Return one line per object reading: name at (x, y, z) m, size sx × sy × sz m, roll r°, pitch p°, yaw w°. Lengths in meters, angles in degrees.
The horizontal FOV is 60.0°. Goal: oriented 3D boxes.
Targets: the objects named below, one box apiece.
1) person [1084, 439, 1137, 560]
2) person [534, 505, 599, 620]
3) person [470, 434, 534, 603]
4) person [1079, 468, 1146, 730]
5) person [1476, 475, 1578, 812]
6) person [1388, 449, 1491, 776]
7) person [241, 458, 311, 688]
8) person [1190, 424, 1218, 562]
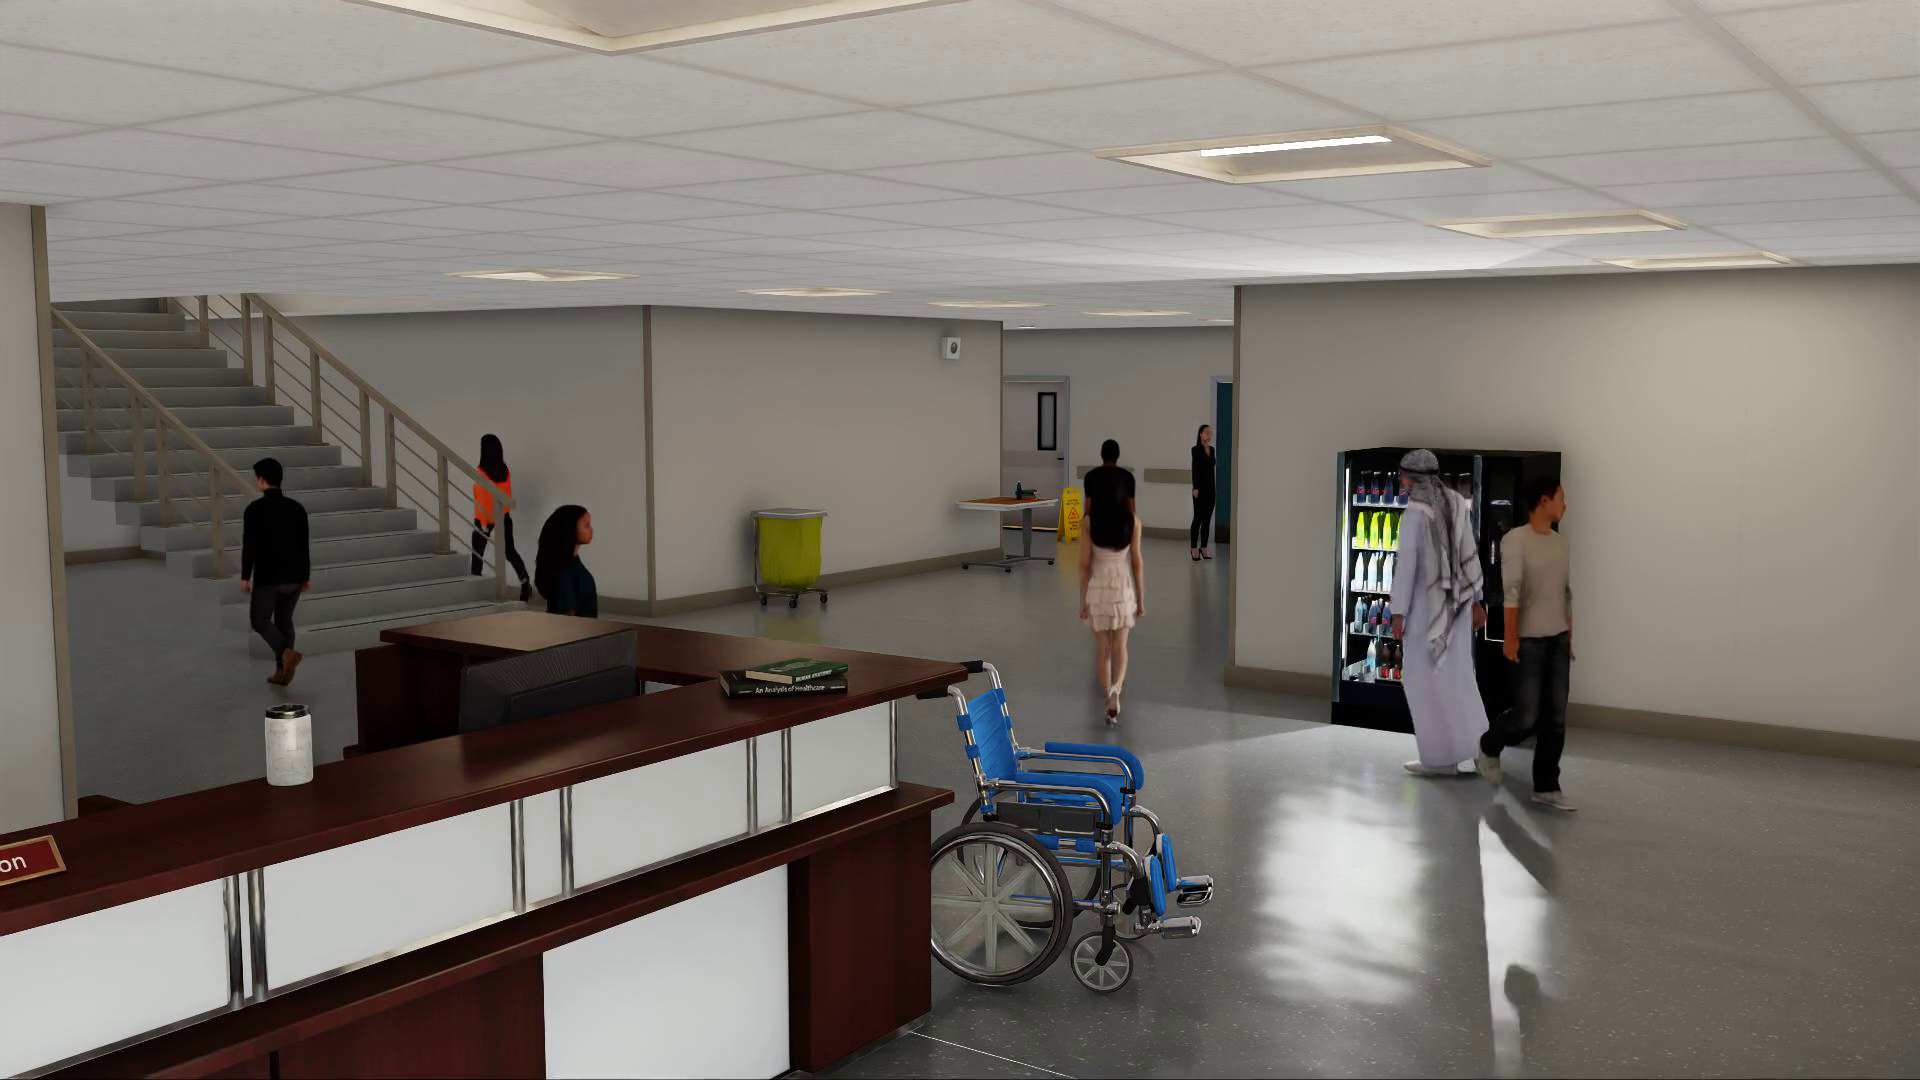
person at (1.352, -0.003, 14.985) m, size 1.212 × 1.702 × 1.115 m, roll 0°, pitch 6°, yaw 2°
person at (-2.292, 0.624, 9.377) m, size 1.134 × 1.576 × 1.029 m, roll -1°, pitch 6°, yaw -6°
person at (-4.576, -0.167, 16.591) m, size 1.097 × 1.706 × 0.641 m, roll 4°, pitch 7°, yaw 33°
person at (0.976, 0.412, 10.759) m, size 0.903 × 1.721 × 0.902 m, roll 0°, pitch 6°, yaw 1°
person at (3.096, 0.554, 9.067) m, size 0.916 × 1.778 × 1.027 m, roll -2°, pitch 6°, yaw -19°
person at (2.841, 0.436, 9.671) m, size 0.982 × 1.892 × 0.925 m, roll -2°, pitch 6°, yaw -18°
person at (-5.039, 0.260, 12.331) m, size 0.861 × 1.709 × 0.707 m, roll 5°, pitch 7°, yaw 40°
person at (3.060, -0.598, 20.854) m, size 0.617 × 1.711 × 0.538 m, roll -5°, pitch 8°, yaw -43°
